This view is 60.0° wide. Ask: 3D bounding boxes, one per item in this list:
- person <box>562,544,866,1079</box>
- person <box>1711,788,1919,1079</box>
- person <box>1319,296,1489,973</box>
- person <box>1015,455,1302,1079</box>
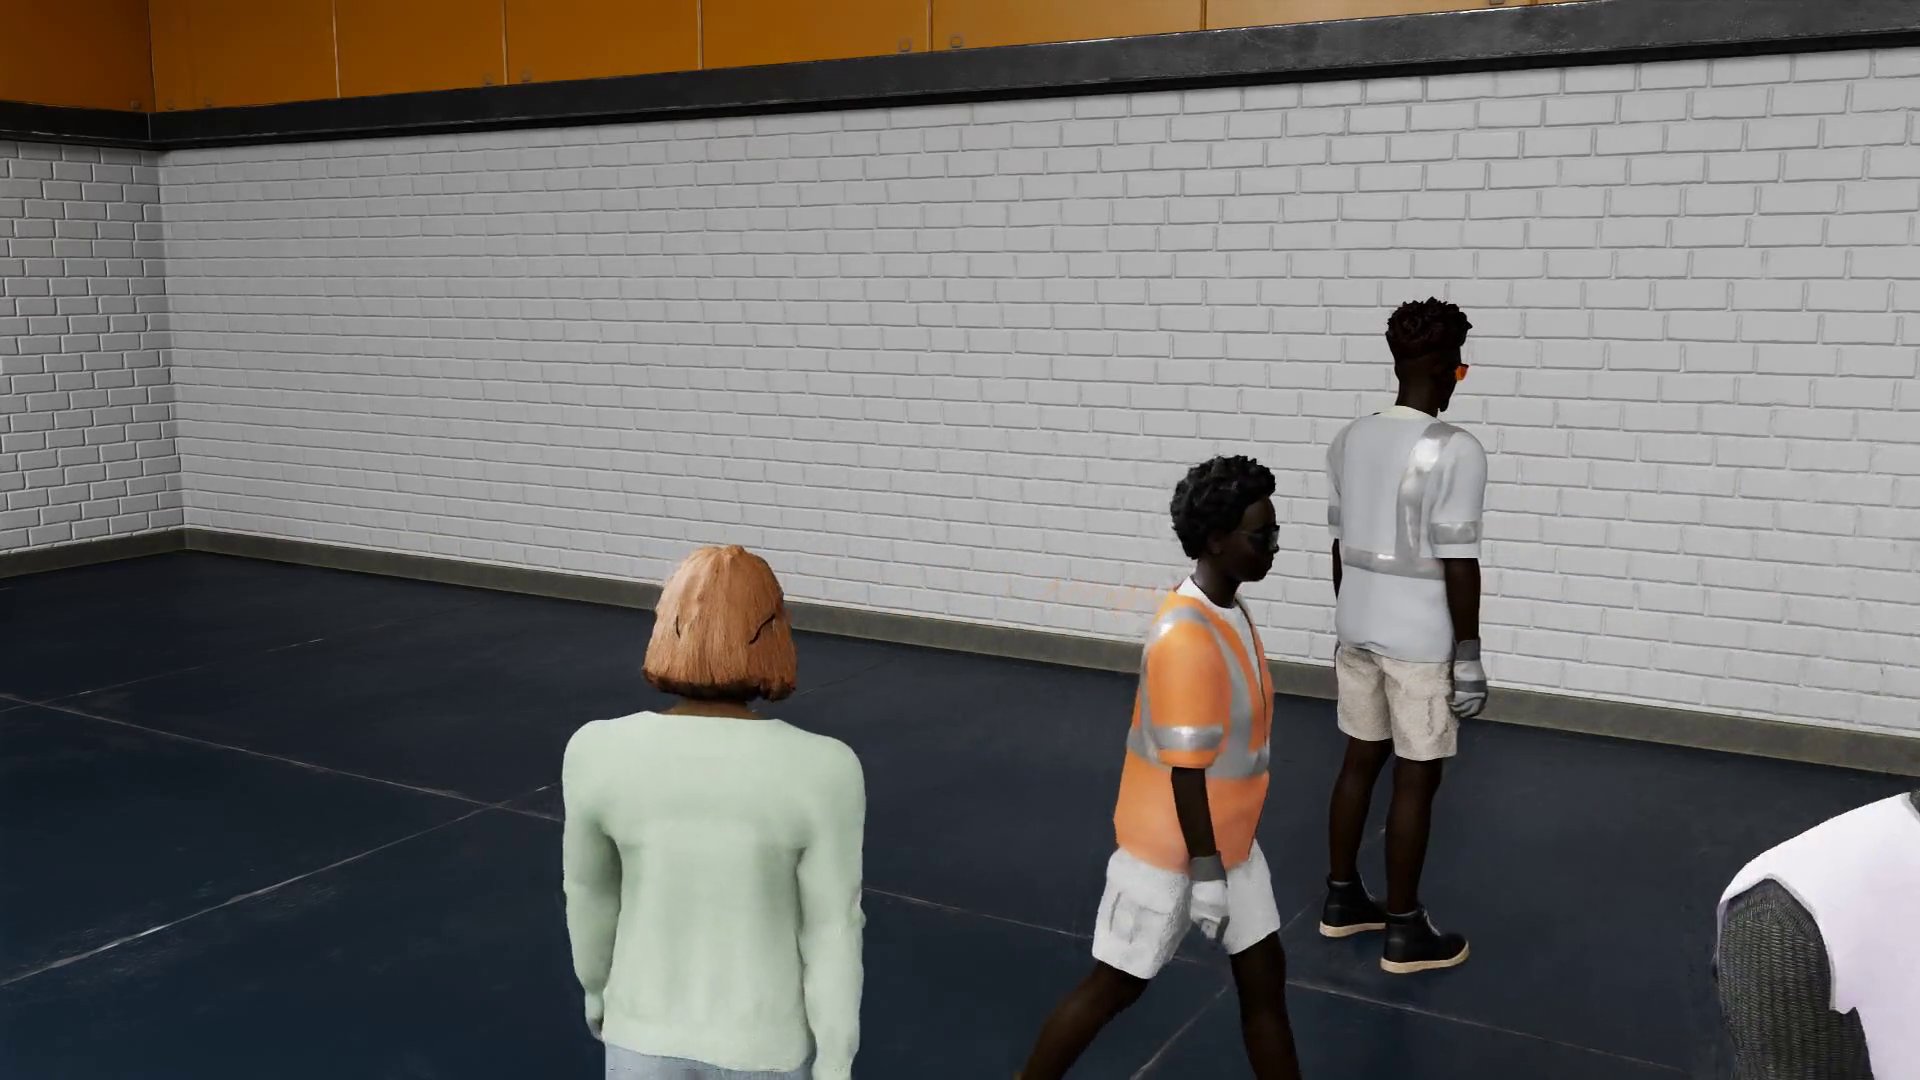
[{"bbox_3d":[-0.395,0.794,2.750,0.515,1.587,0.843,1,9,3],"label":"person"},{"bbox_3d":[0.926,0.862,1.513,0.591,1.868,1.024,-1,9,-8],"label":"person"},{"bbox_3d":[1.307,0.274,4.885,0.375,1.959,0.608,-4,10,-23],"label":"person"},{"bbox_3d":[0.479,0.631,3.606,0.893,1.649,0.541,4,10,21],"label":"person"}]
